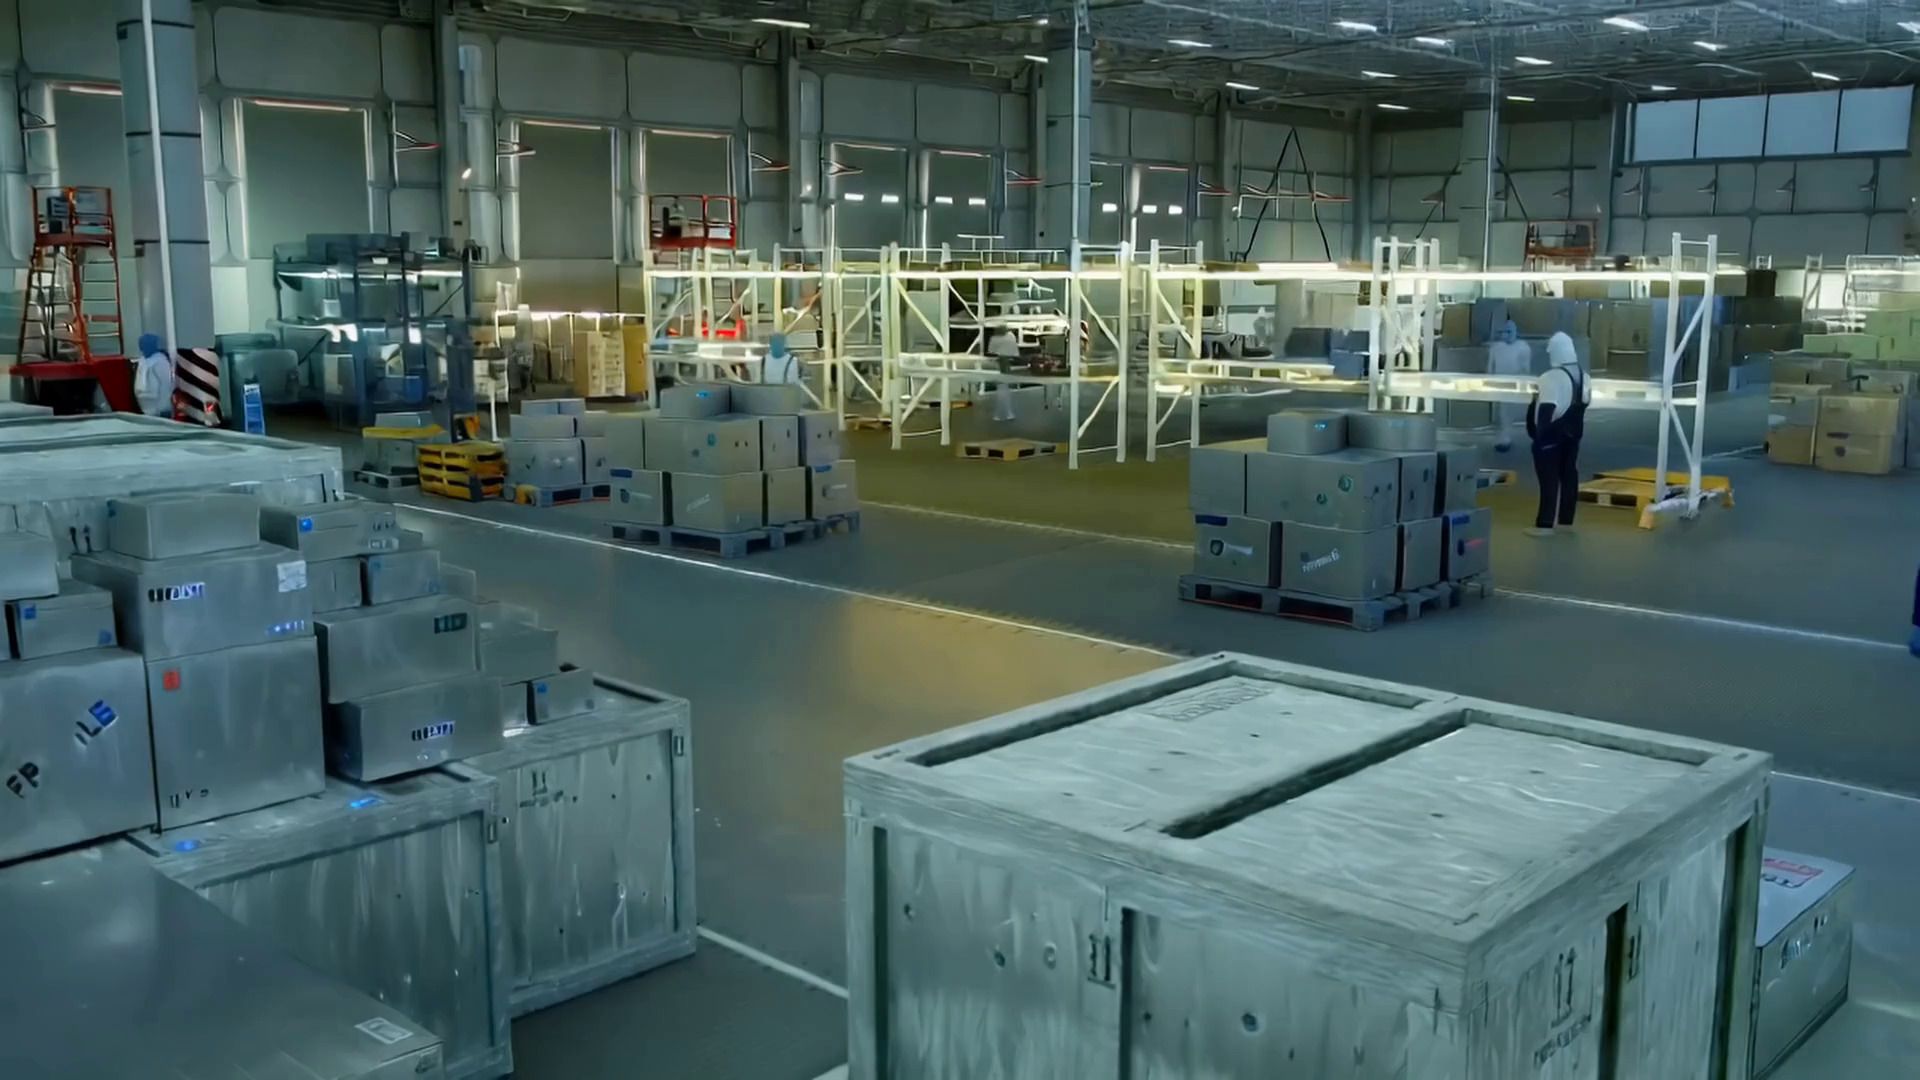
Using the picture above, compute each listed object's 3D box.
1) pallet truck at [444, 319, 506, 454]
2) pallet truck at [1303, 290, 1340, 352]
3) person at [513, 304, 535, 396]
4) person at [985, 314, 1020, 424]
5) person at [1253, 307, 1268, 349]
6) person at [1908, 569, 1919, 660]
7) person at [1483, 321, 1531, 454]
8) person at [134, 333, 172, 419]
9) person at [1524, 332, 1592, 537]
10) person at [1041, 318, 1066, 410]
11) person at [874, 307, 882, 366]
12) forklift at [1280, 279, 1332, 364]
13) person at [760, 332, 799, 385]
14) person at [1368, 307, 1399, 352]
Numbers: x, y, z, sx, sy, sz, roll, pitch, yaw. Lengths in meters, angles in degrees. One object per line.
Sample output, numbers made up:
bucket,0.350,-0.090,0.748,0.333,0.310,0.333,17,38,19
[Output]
pallet truck,-6.981,-1.942,22.150,1.885,1.965,0.823,1,9,9
pallet truck,11.297,-6.951,52.861,1.885,1.965,0.823,-5,11,-29
person,-9.119,-3.961,34.719,0.367,1.936,0.542,5,11,28
person,0.672,-2.925,28.556,0.957,1.873,0.603,-9,13,-43
person,7.581,-5.023,41.958,0.316,1.695,0.541,9,13,43
person,4.974,0.394,8.254,0.535,1.855,0.500,2,9,10
person,7.820,-2.195,23.988,0.888,1.905,0.641,-9,13,-44
person,-10.309,-1.719,21.269,0.634,1.839,0.429,8,12,41
person,5.914,-1.057,16.593,0.689,2.000,0.539,-6,11,-34
person,1.768,-3.314,31.372,0.485,1.737,0.336,-2,10,-13
person,-2.145,-5.388,44.410,0.323,1.631,0.523,0,9,-2
forklift,8.964,-6.040,44.578,1.873,2.768,1.129,5,10,28
person,-2.339,-1.740,21.360,0.584,1.847,0.751,3,10,20
person,8.083,-3.511,32.017,0.653,1.913,0.810,8,12,39
